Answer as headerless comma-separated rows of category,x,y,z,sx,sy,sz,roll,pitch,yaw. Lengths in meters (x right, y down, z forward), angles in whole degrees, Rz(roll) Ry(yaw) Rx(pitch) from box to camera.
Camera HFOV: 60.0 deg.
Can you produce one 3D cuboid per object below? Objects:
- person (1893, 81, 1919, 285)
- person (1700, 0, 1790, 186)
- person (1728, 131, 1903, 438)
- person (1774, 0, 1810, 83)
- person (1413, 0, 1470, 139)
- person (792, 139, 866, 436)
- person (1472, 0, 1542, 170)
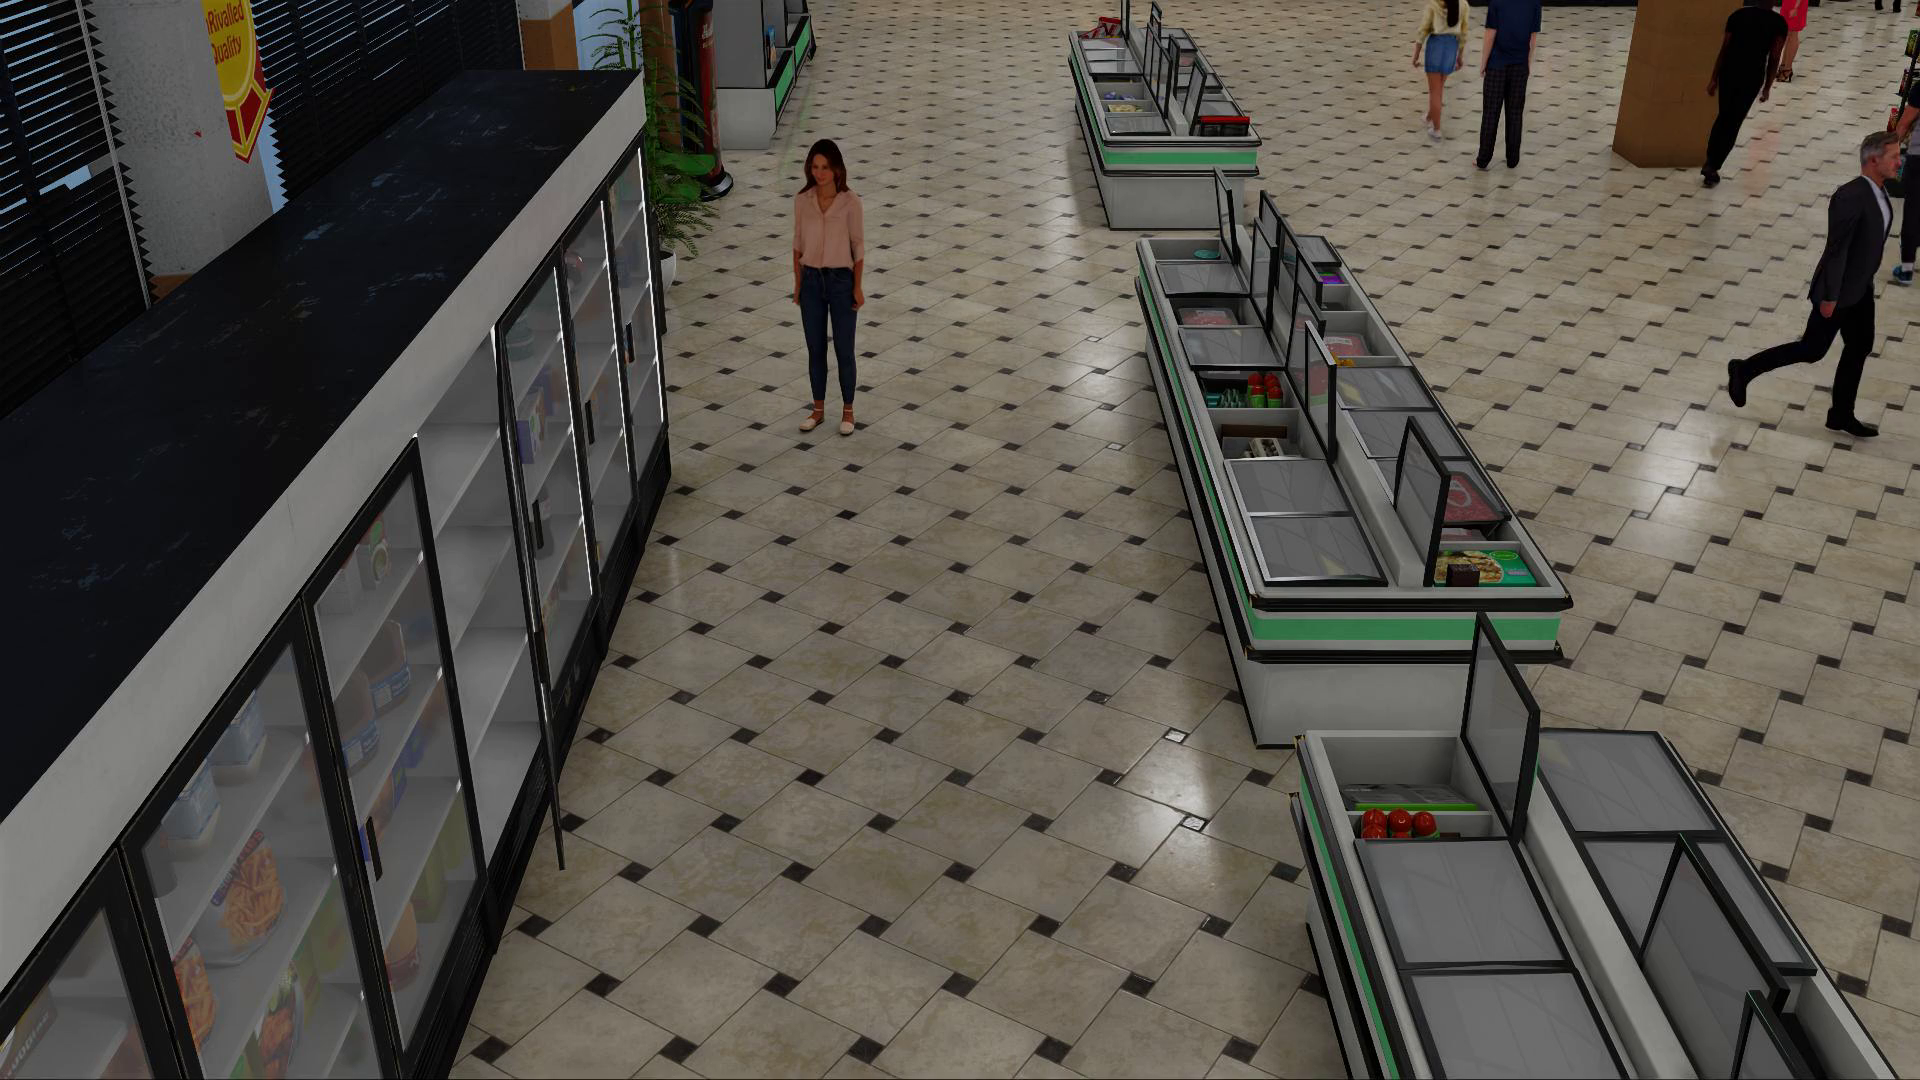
person,7.294,-2.800,12.430,0.869,1.798,1.089,6,28,12
person,6.984,-4.061,14.928,0.832,1.787,0.867,17,32,30
person,5.168,-1.517,9.889,1.227,1.807,1.182,23,35,37
person,9.659,-6.189,19.189,0.696,1.728,0.574,8,28,16
person,4.822,-4.829,16.646,0.708,1.604,0.965,-2,27,-4
person,-0.775,-1.502,9.881,0.637,1.788,0.596,6,28,12
person,5.128,-4.432,15.568,0.682,1.870,0.569,3,27,5
